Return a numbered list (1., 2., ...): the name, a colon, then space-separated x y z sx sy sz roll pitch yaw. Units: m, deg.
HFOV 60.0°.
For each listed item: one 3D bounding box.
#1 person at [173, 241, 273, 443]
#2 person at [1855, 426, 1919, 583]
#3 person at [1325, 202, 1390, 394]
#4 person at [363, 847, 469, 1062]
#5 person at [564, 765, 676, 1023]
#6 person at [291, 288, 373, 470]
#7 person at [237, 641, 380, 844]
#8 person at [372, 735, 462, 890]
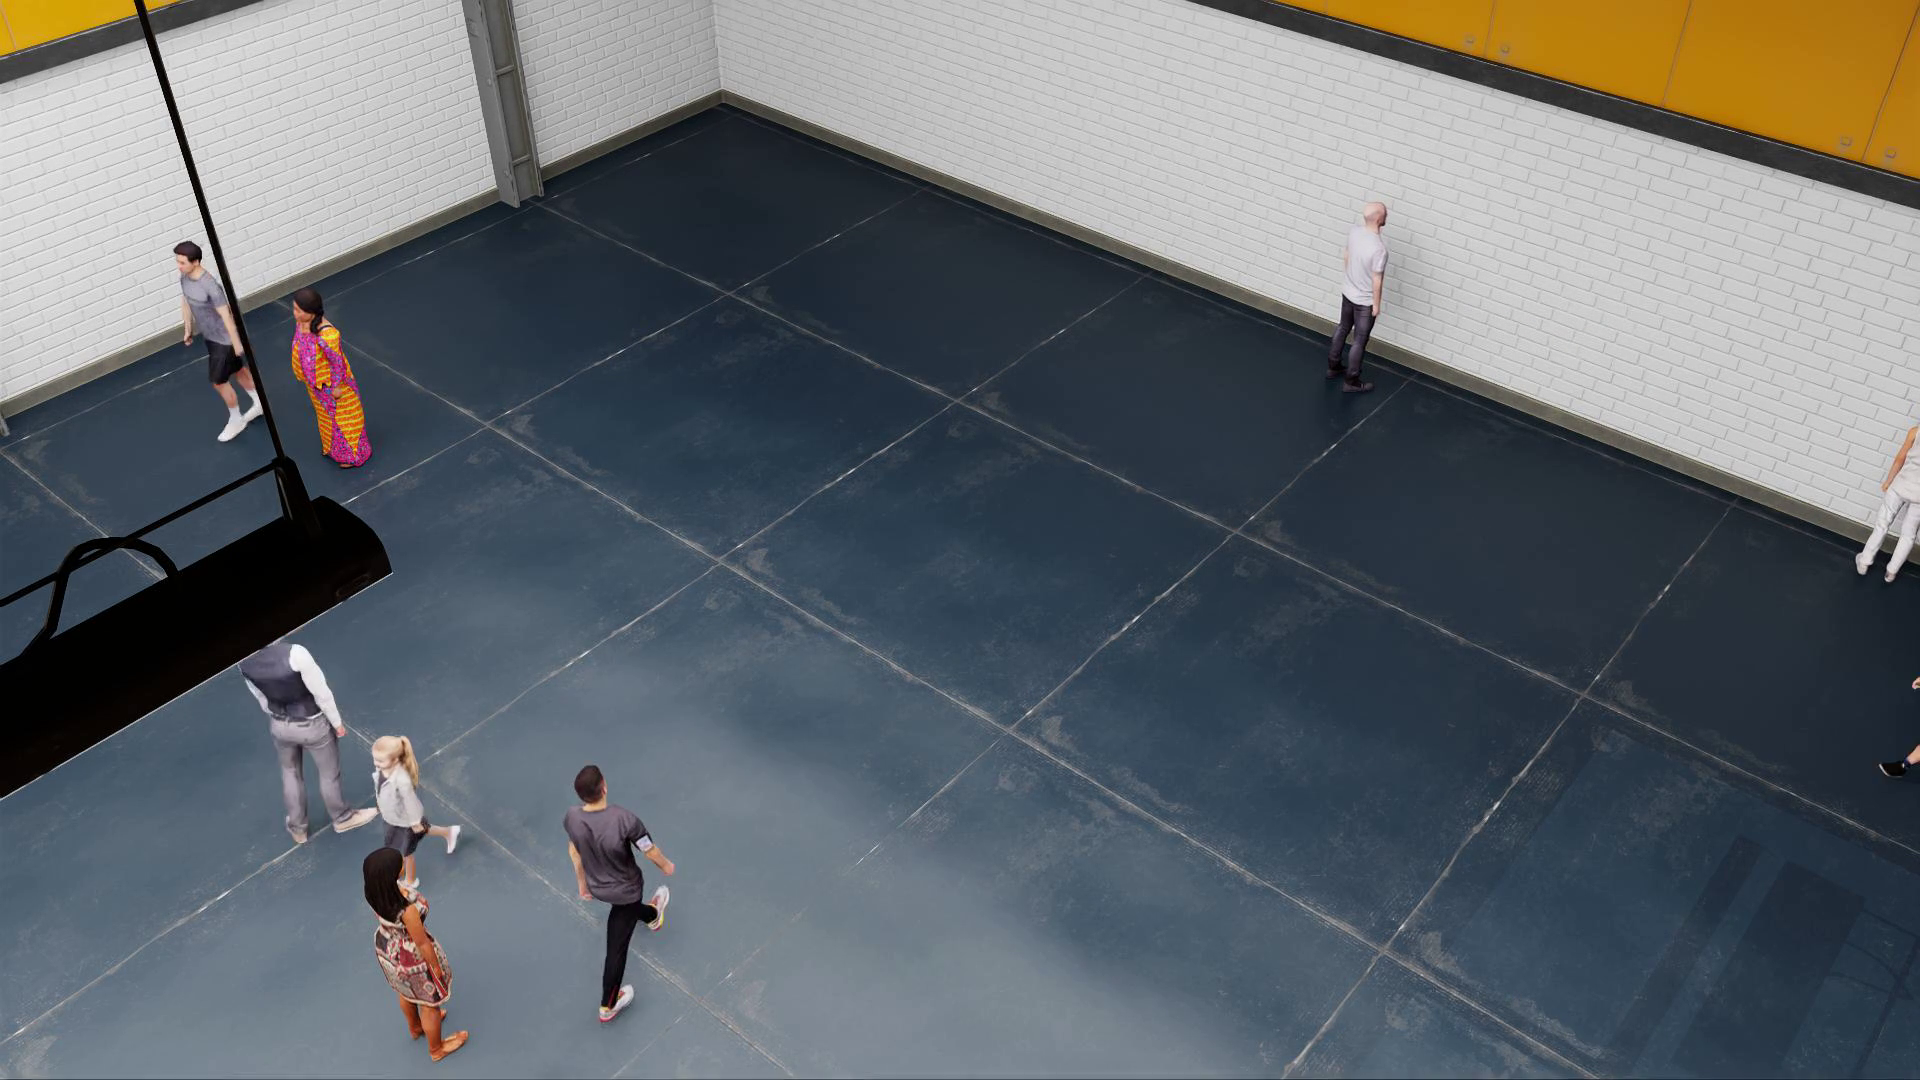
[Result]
1. person: -6.296 -1.788 14.355 0.809 1.853 0.719 -31 48 -33
2. person: 7.322 -0.403 12.766 0.633 1.672 0.613 17 42 20
3. person: 3.577 -2.194 14.881 0.748 1.831 0.757 -14 41 -17
4. person: -3.119 2.321 9.377 0.661 1.644 0.537 24 45 27
5. person: -2.033 2.082 9.629 0.923 1.702 1.271 14 41 17
6. person: -5.339 -1.390 13.989 0.641 1.687 0.645 30 48 32
7. person: -4.175 1.173 10.599 0.865 1.913 0.851 16 41 19
8. person: -3.474 1.681 10.486 0.846 1.260 0.597 -28 46 -30
